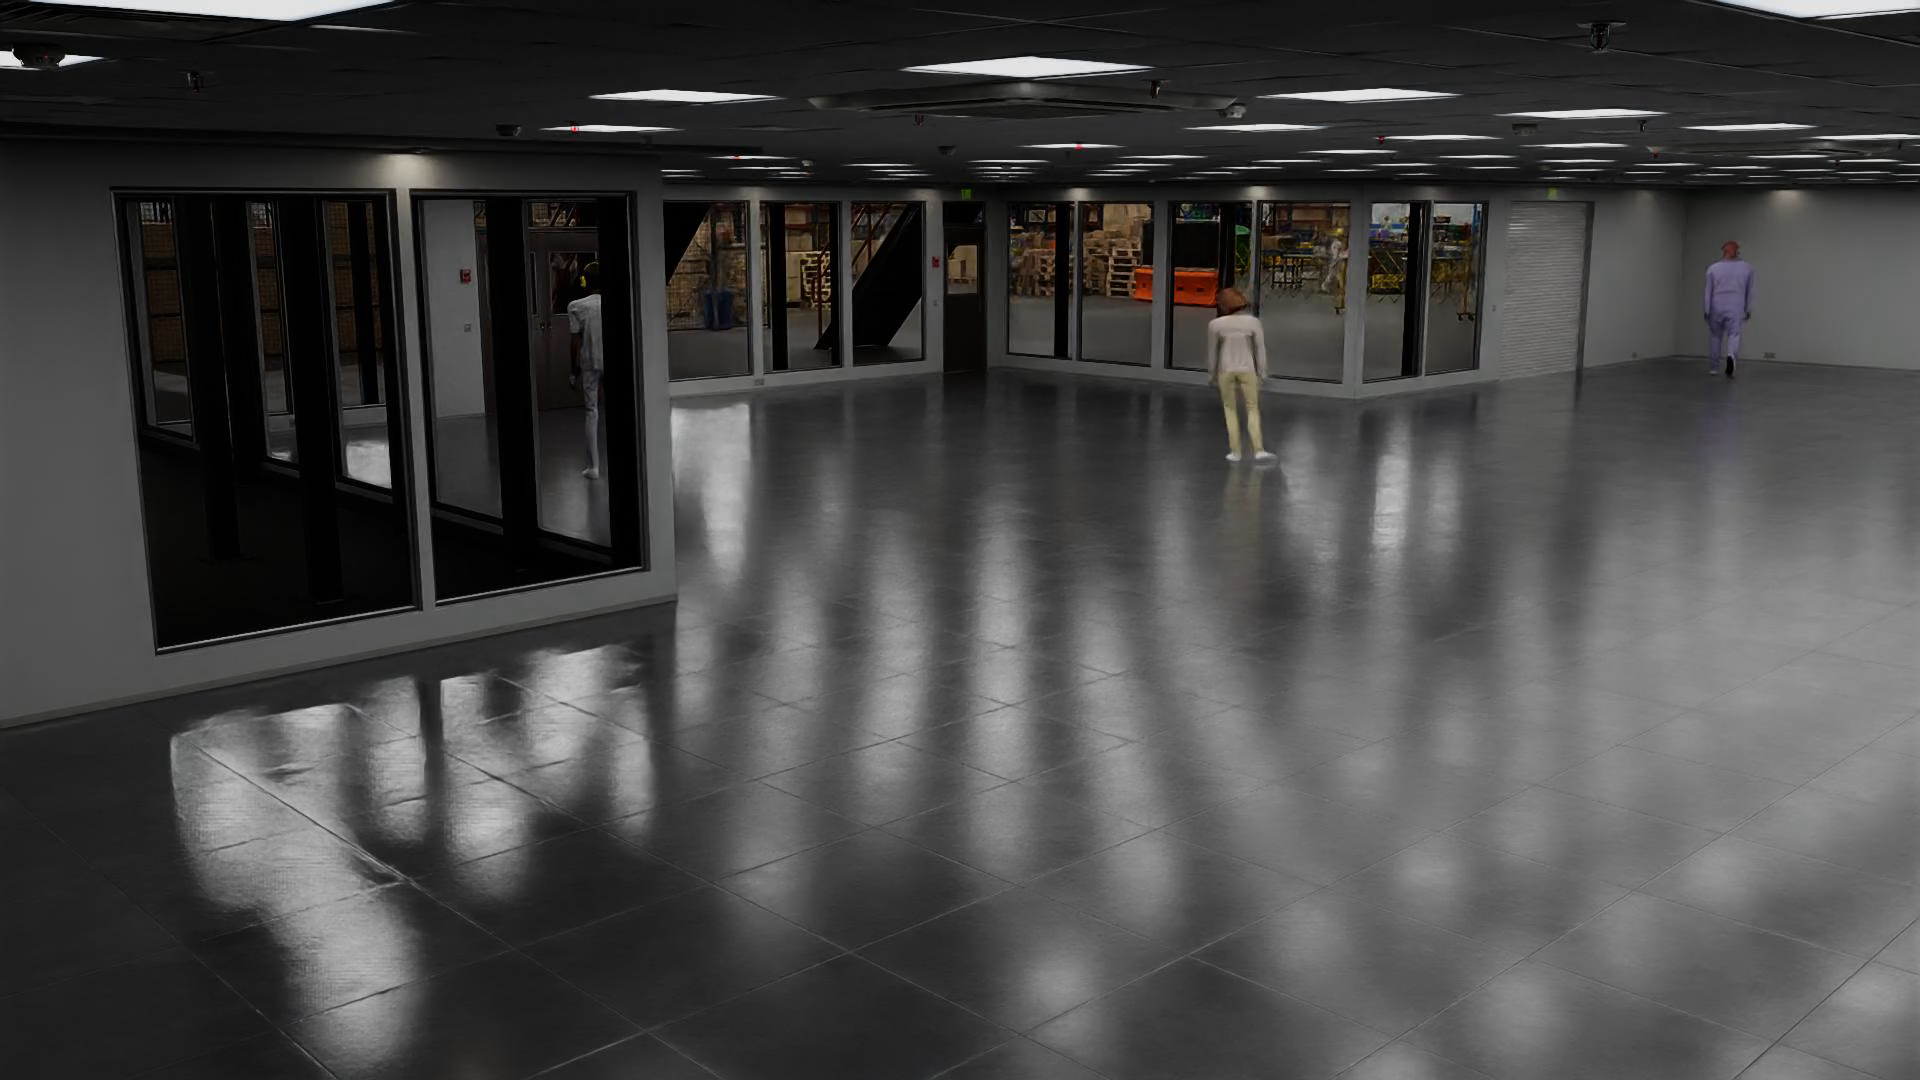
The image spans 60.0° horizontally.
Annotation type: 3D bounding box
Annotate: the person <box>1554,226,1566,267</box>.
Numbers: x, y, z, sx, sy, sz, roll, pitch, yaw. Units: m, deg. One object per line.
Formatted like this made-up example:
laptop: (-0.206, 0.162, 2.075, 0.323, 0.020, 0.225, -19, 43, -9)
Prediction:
person: (16.795, -7.850, 46.300, 0.792, 1.914, 0.555, -9, 14, -38)

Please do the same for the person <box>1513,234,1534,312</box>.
person: (12.660, -6.127, 37.517, 0.631, 1.975, 0.753, -8, 14, -36)

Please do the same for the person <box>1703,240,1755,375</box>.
person: (10.666, -3.219, 23.124, 0.647, 1.887, 0.583, 5, 12, 22)

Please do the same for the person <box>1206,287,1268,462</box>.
person: (2.551, -1.522, 15.348, 0.579, 1.604, 0.320, 1, 11, 5)
